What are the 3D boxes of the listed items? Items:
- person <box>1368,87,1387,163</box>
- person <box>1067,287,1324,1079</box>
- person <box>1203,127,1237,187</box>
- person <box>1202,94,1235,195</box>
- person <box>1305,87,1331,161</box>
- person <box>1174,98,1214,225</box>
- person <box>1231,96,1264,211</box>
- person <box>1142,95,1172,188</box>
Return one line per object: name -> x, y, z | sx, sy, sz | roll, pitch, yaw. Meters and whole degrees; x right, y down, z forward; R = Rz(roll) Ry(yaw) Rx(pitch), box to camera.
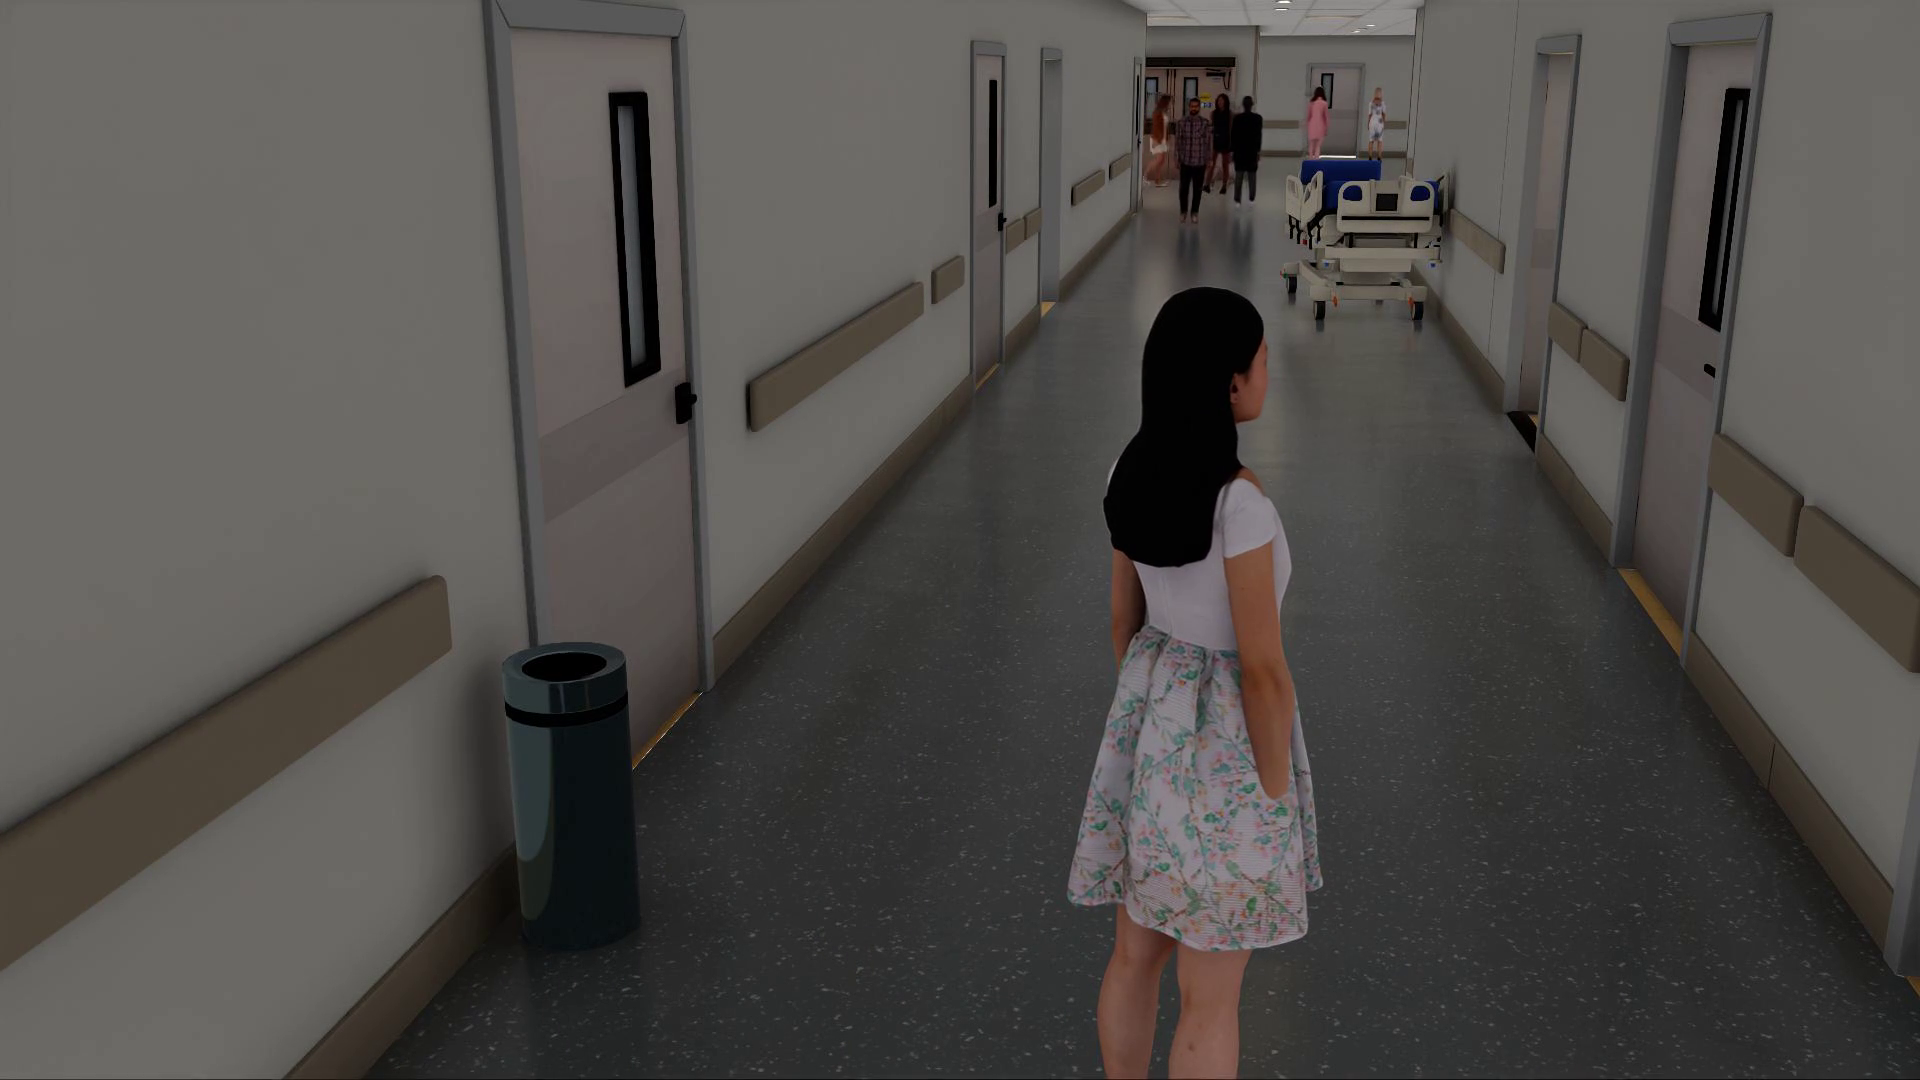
person -> 9.993, -9.953, 39.877 | 0.527, 1.749, 0.675 | 7, 17, 24
person -> 0.416, 0.439, 2.970 | 0.828, 1.775, 0.775 | -10, 18, -30
person -> 4.954, -7.385, 31.281 | 1.041, 1.472, 0.780 | 9, 18, 29
person -> 4.587, -6.876, 29.041 | 1.077, 1.707, 0.870 | 7, 17, 25
person -> 7.623, -8.776, 35.636 | 0.641, 1.785, 0.761 | 6, 17, 20
person -> 3.337, -5.404, 23.750 | 0.741, 1.745, 0.785 | 1, 16, 5
person -> 4.395, -5.932, 25.686 | 1.103, 1.710, 0.784 | 5, 16, 16
person -> 3.650, -7.443, 31.081 | 0.894, 1.692, 0.826 | 10, 18, 31
